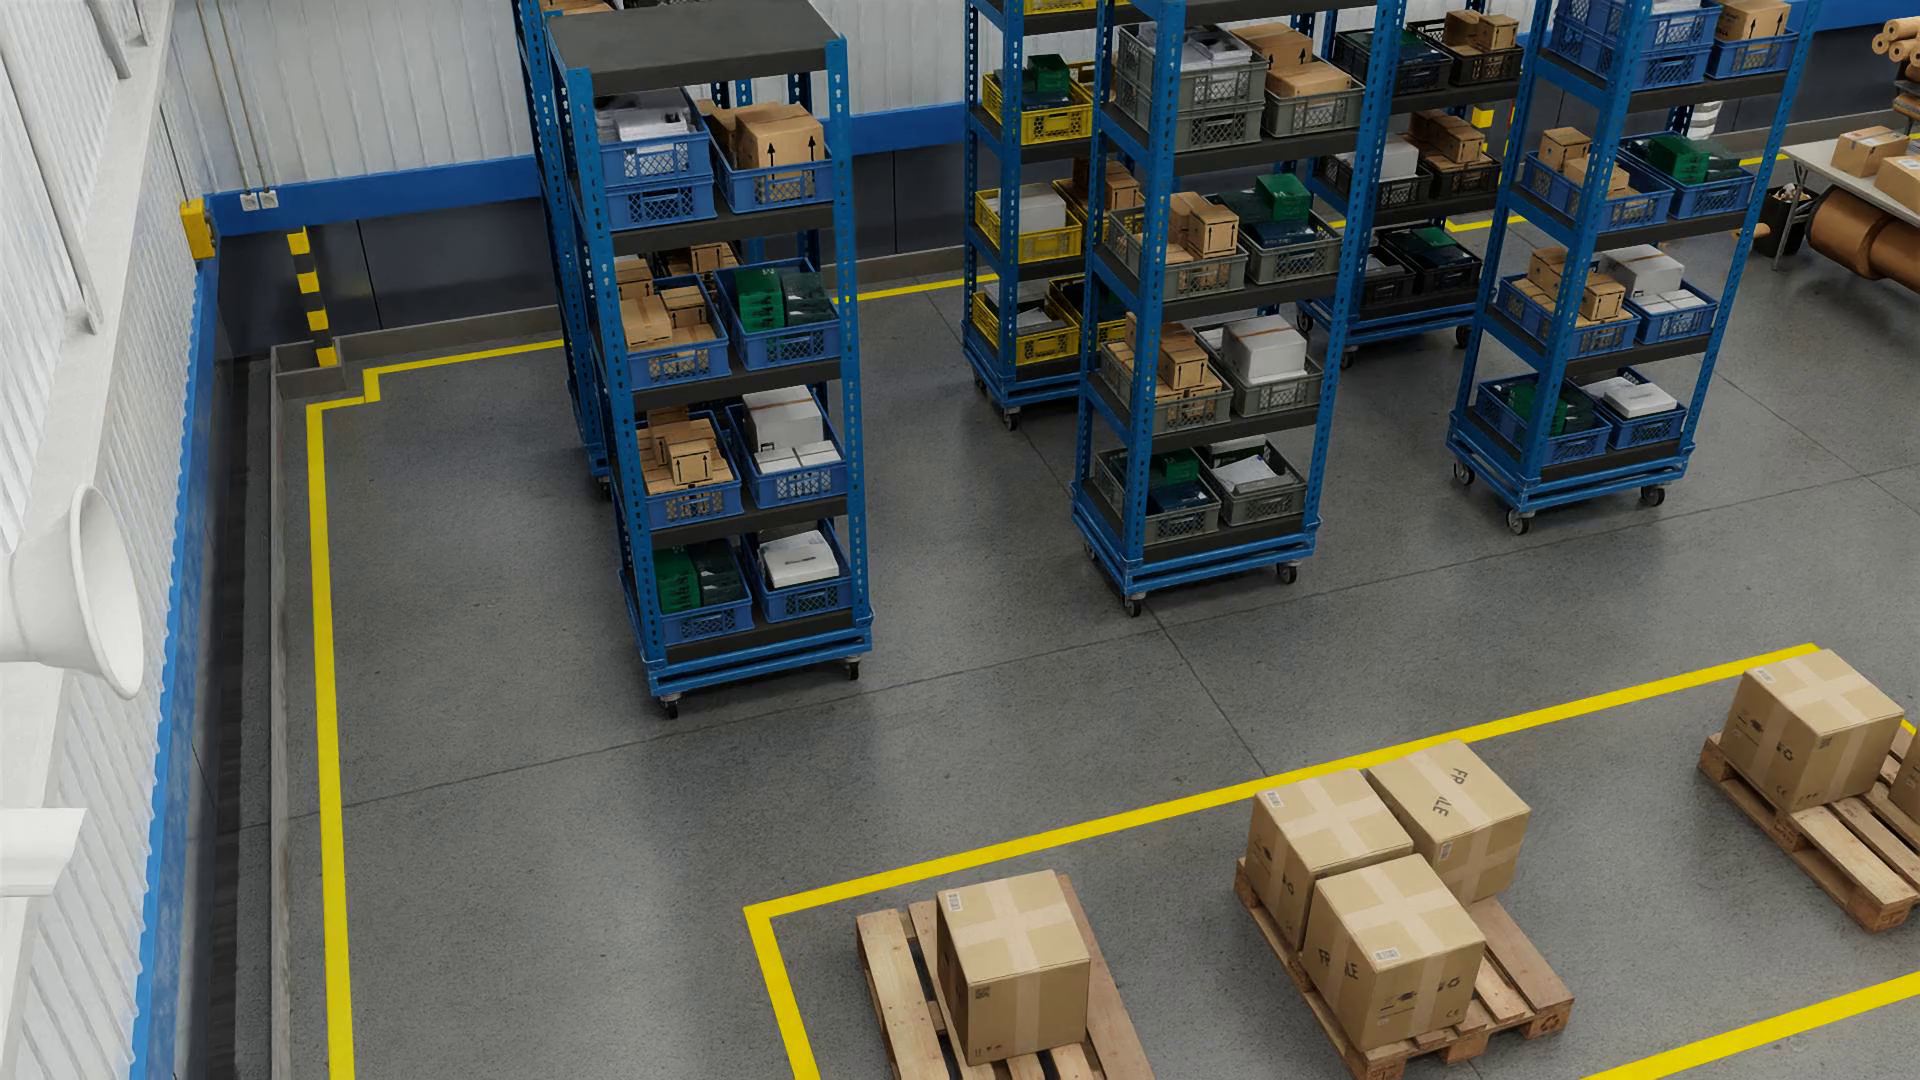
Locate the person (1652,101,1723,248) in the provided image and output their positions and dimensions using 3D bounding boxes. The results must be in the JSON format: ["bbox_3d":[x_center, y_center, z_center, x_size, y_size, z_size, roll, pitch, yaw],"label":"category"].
[{"bbox_3d":[5.823,-3.264,13.282,0.583,1.882,0.341,-22,41,-28],"label":"person"}]
